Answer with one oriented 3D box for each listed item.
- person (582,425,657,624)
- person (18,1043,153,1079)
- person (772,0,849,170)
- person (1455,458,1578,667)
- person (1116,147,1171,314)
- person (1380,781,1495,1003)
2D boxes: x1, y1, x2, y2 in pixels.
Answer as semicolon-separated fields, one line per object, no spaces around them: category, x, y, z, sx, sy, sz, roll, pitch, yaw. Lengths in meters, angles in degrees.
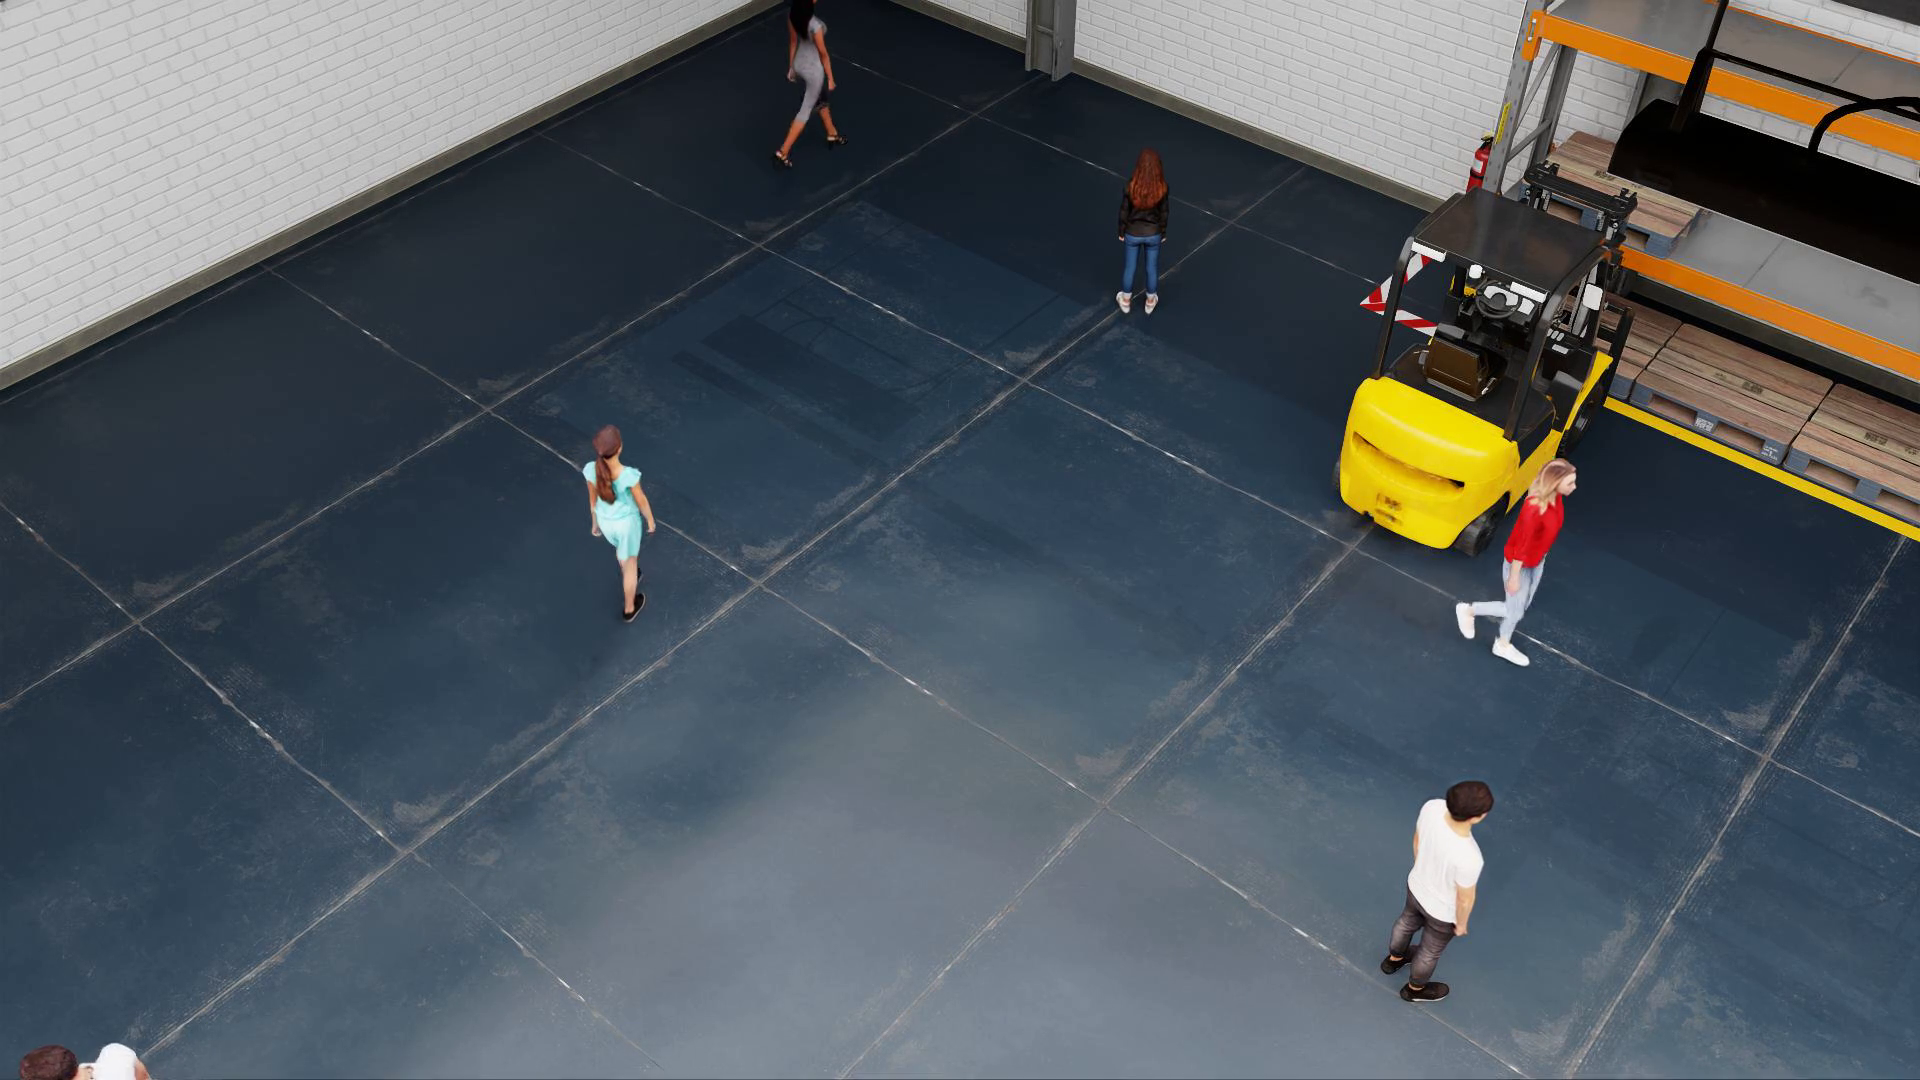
person;-2.265;-0.068;10.932;0.741;1.542;0.762;10;45;10
person;-3.719;2.832;7.693;1.291;1.812;0.912;20;47;20
person;-1.439;-4.169;15.095;0.793;1.738;1.080;-29;51;-27
person;3.542;0.111;10.631;0.761;1.698;0.615;30;51;28
person;1.494;-2.511;13.541;0.604;1.480;0.687;1;44;2
person;2.527;1.842;8.796;0.768;1.722;0.649;-13;45;-14
